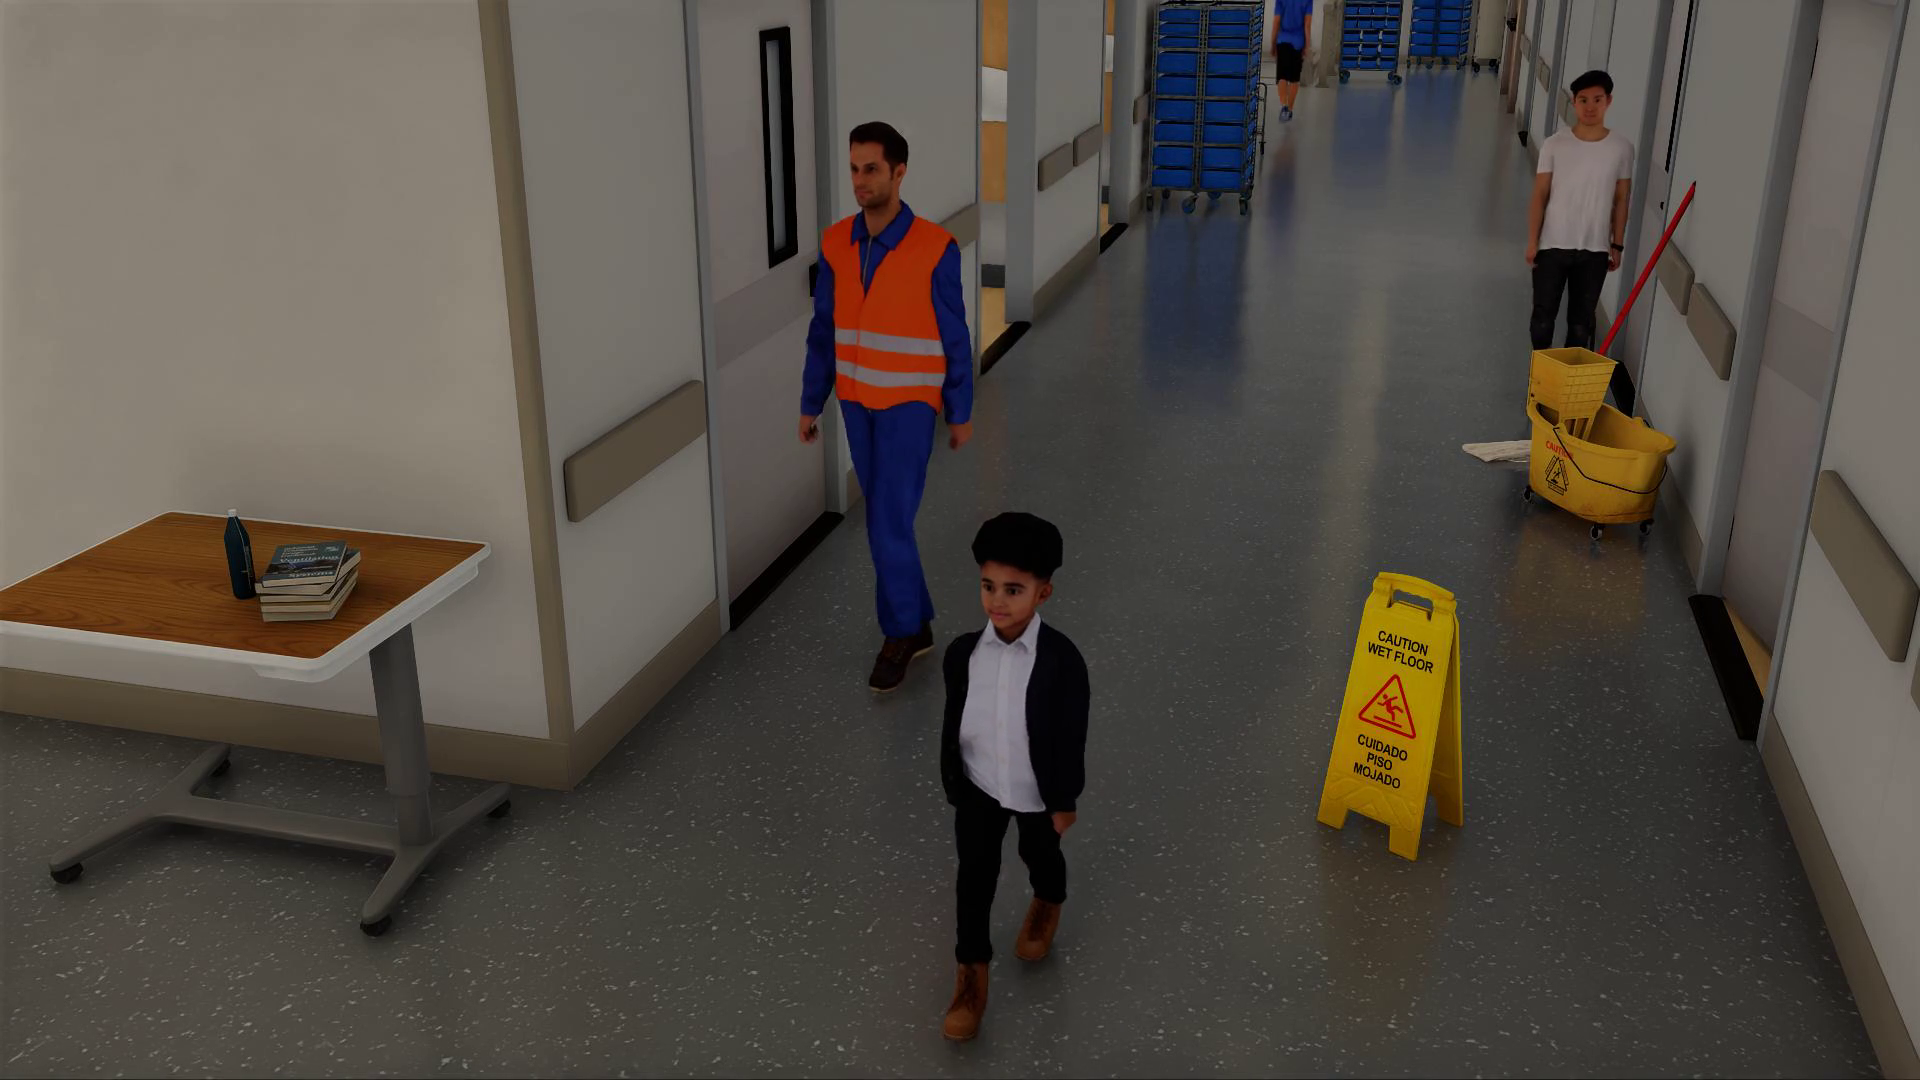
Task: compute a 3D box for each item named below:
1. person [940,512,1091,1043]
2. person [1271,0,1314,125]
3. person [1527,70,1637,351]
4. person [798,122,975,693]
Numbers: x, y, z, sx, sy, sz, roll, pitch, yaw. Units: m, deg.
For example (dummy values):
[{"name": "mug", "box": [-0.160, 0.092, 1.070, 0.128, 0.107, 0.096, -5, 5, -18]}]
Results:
[{"name": "person", "box": [0.149, 0.513, 3.911, 0.547, 1.197, 0.832, 8, 22, 19]}, {"name": "person", "box": [3.984, -5.917, 20.007, 0.771, 1.822, 1.304, 1, 21, 4]}, {"name": "person", "box": [3.165, -1.553, 8.593, 0.626, 1.715, 0.684, 4, 21, 10]}, {"name": "person", "box": [-0.193, -0.441, 5.514, 0.778, 1.846, 0.799, 11, 23, 27]}]
